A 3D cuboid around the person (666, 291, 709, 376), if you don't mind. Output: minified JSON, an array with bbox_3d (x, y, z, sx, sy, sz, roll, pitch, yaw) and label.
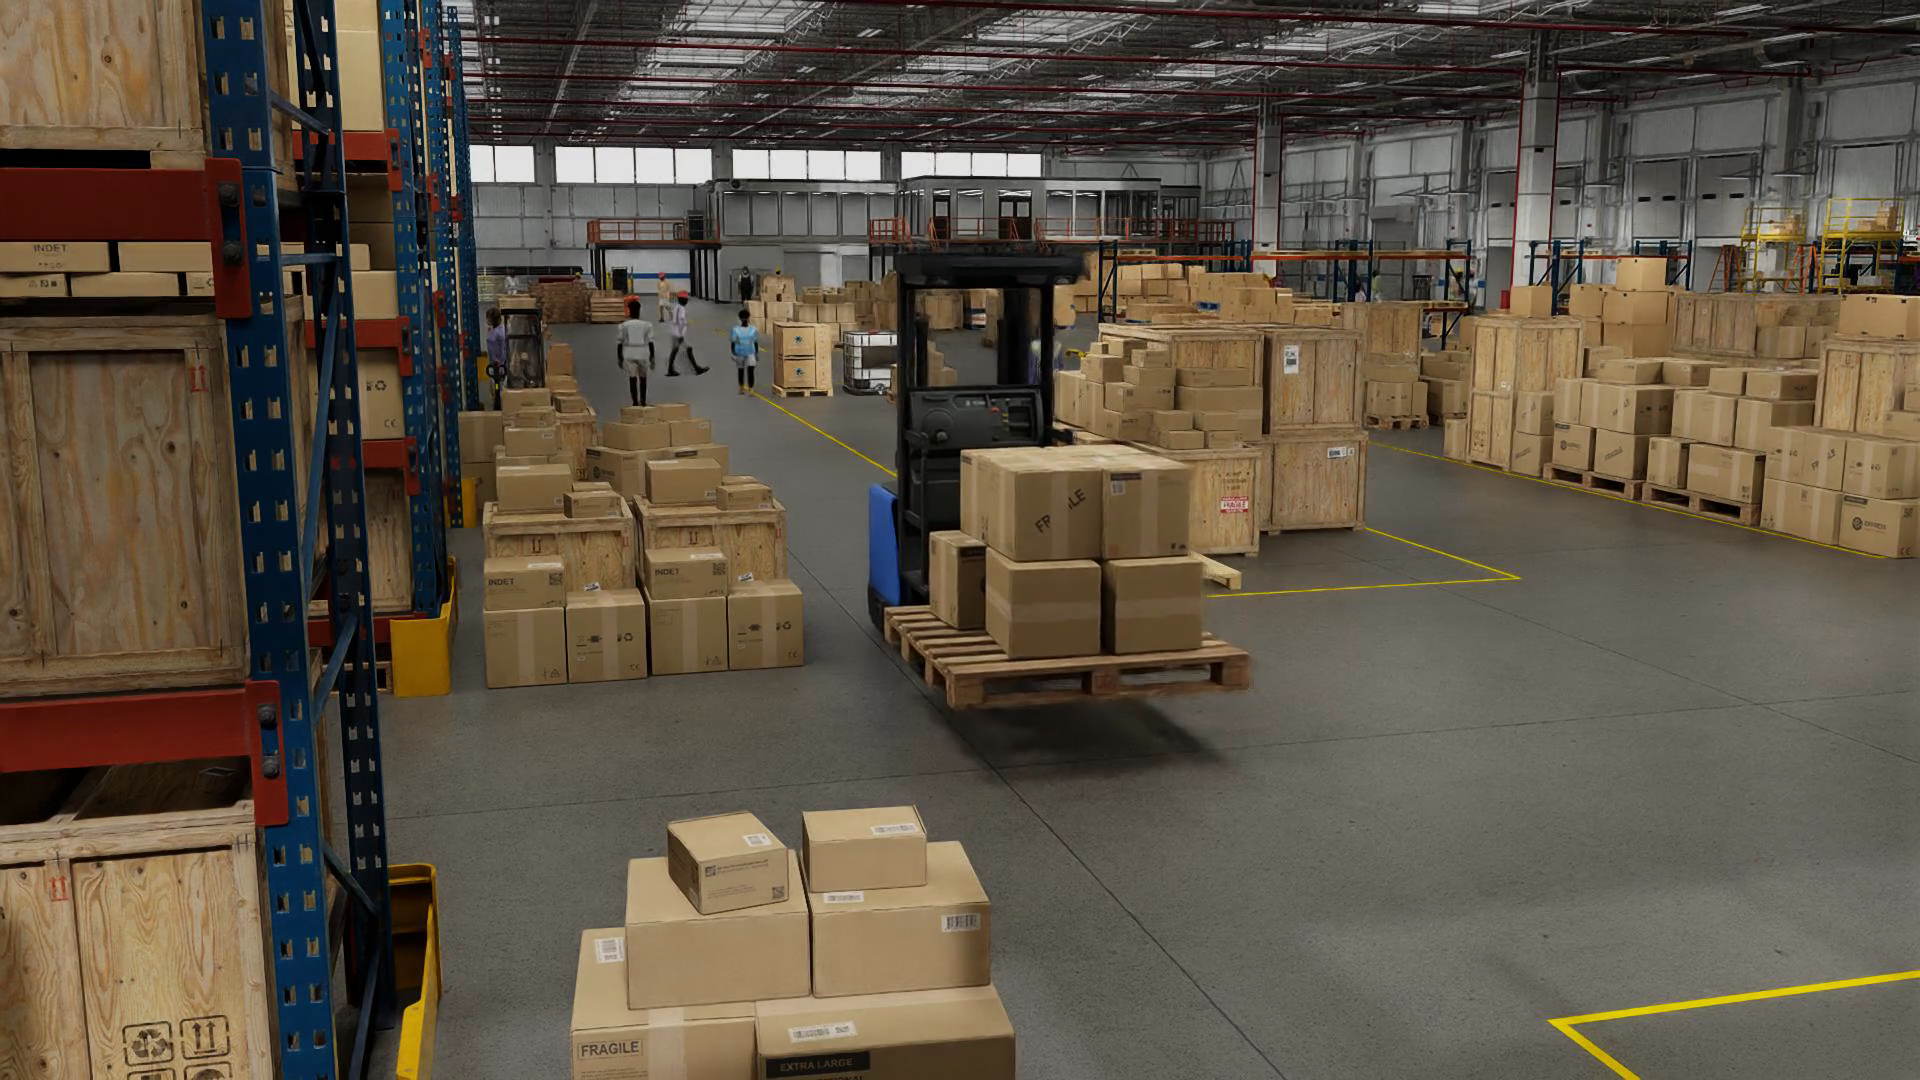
[{"bbox_3d":[-6.093,-4.562,36.841,0.980,1.878,0.567,-6,12,-30],"label":"person"}]

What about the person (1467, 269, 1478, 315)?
[{"bbox_3d":[21.347,-10.323,69.334,0.566,1.913,0.698,0,10,-2],"label":"person"}]

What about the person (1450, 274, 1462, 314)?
[{"bbox_3d":[21.140,-10.423,70.571,0.565,1.680,0.546,-3,11,-18],"label":"person"}]

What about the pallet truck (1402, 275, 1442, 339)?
[{"bbox_3d":[14.620,-7.324,52.145,0.823,1.965,1.885,8,13,40],"label":"pallet truck"}]

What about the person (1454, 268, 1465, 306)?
[{"bbox_3d":[22.303,-11.172,74.163,0.625,1.911,0.405,-4,11,-21],"label":"person"}]

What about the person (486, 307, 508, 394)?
[{"bbox_3d":[-7.154,-2.640,25.807,0.372,1.934,0.627,-6,12,-31],"label":"person"}]

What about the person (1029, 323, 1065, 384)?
[{"bbox_3d":[1.188,-2.207,23.552,1.001,1.874,0.595,9,14,42],"label":"person"}]

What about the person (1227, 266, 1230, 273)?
[{"bbox_3d":[12.669,-12.025,78.913,0.614,1.943,0.409,3,10,16],"label":"person"}]

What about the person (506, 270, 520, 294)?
[{"bbox_3d":[-19.386,-10.786,72.124,0.588,1.866,0.613,-3,10,-15],"label":"person"}]

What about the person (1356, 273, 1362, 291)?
[{"bbox_3d":[16.604,-10.312,69.733,0.329,1.767,0.531,-9,13,-40],"label":"person"}]

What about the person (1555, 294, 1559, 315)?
[{"bbox_3d":[17.493,-6.749,49.232,0.577,1.881,0.351,-6,12,-31],"label":"person"}]

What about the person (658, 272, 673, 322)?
[{"bbox_3d":[-11.210,-9.226,63.162,0.558,1.916,0.711,4,11,22],"label":"person"}]

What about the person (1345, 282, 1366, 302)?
[{"bbox_3d":[11.524,-6.588,48.427,0.634,1.839,0.429,-2,10,-9],"label":"person"}]

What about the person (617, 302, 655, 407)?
[{"bbox_3d":[-5.601,-3.149,28.729,0.630,1.909,0.988,-2,10,-13],"label":"person"}]

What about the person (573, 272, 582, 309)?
[{"bbox_3d":[-16.579,-10.758,72.252,0.329,1.765,0.526,7,12,33],"label":"person"}]

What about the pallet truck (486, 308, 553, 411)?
[{"bbox_3d":[-6.242,-2.418,24.362,0.823,1.965,1.885,1,10,3],"label":"pallet truck"}]

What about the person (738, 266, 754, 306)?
[{"bbox_3d":[-9.511,-11.203,73.988,0.695,2.000,0.668,-1,10,-4],"label":"person"}]

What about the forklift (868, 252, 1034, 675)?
[{"bbox_3d":[0.024,-0.640,11.799,1.129,2.768,1.873,-3,10,-15],"label":"forklift"}]

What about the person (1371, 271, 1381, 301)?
[{"bbox_3d":[18.439,-11.103,74.125,0.971,1.787,0.644,-8,13,-39],"label":"person"}]

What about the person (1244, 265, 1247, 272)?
[{"bbox_3d":[13.493,-12.031,78.806,0.386,1.992,0.625,0,10,0],"label":"person"}]

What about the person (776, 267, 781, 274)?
[{"bbox_3d":[-8.133,-11.256,74.603,0.585,1.928,0.378,4,11,22],"label":"person"}]

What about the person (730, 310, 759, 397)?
[{"bbox_3d":[-4.142,-3.592,31.963,0.540,1.671,0.798,-2,10,-10],"label":"person"}]
